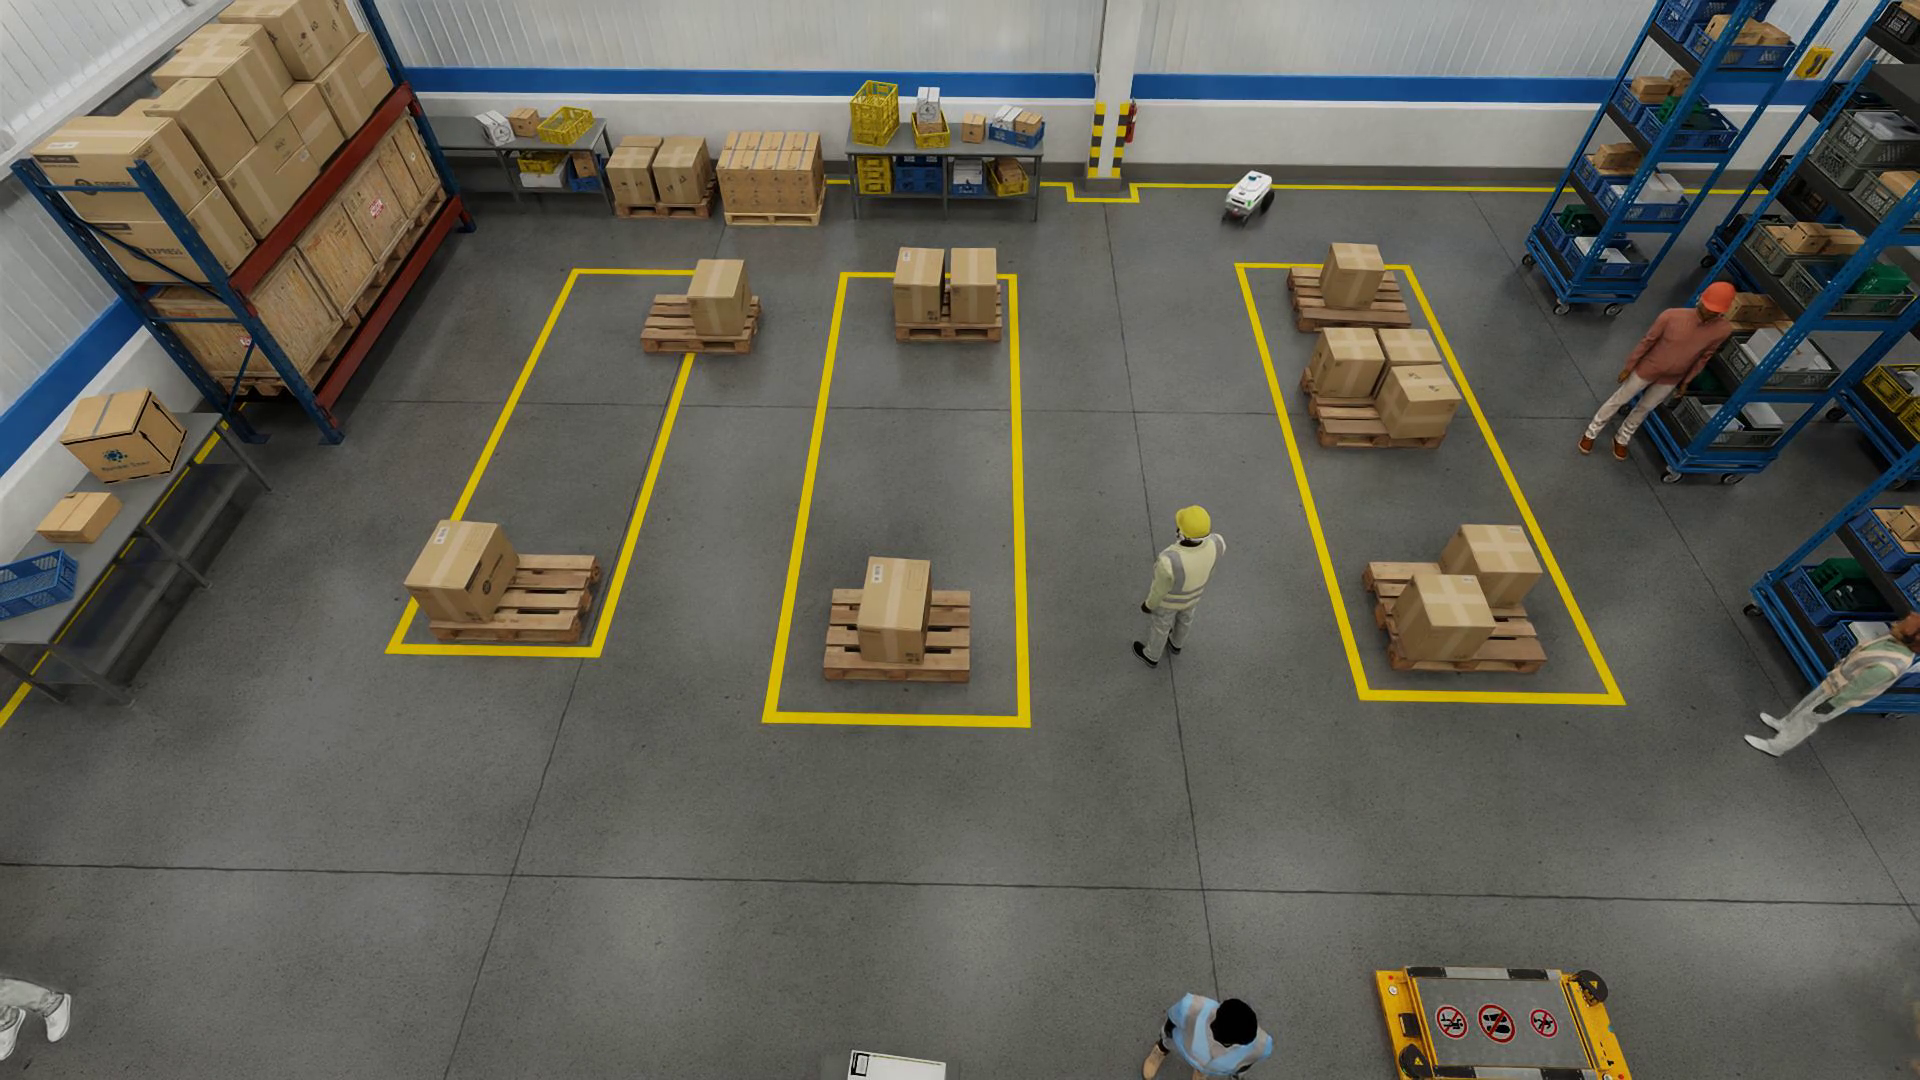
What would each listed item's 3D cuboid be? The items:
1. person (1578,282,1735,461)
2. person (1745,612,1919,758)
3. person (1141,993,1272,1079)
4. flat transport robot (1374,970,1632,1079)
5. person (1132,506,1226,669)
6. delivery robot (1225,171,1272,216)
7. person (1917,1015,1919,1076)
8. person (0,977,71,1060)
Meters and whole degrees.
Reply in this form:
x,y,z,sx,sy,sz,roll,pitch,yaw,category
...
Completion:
x,y,z,sx,sy,sz,roll,pitch,yaw,category
6.599,-1.578,8.650,0.612,1.994,0.382,15,52,12,person
6.470,1.084,6.710,0.525,1.636,0.310,-36,59,-26,person
1.394,2.879,5.204,0.539,1.698,0.318,21,54,16,person
3.501,3.133,5.914,1.431,0.197,0.652,1,51,1,flat transport robot
1.685,0.375,7.161,0.586,1.835,0.403,-23,54,-17,person
3.757,-4.526,11.917,0.477,0.478,0.707,29,57,22,delivery robot
6.222,2.841,5.155,0.645,1.826,0.490,-18,53,-14,person
-6.095,2.582,5.316,0.585,1.911,0.392,-15,52,-12,person
